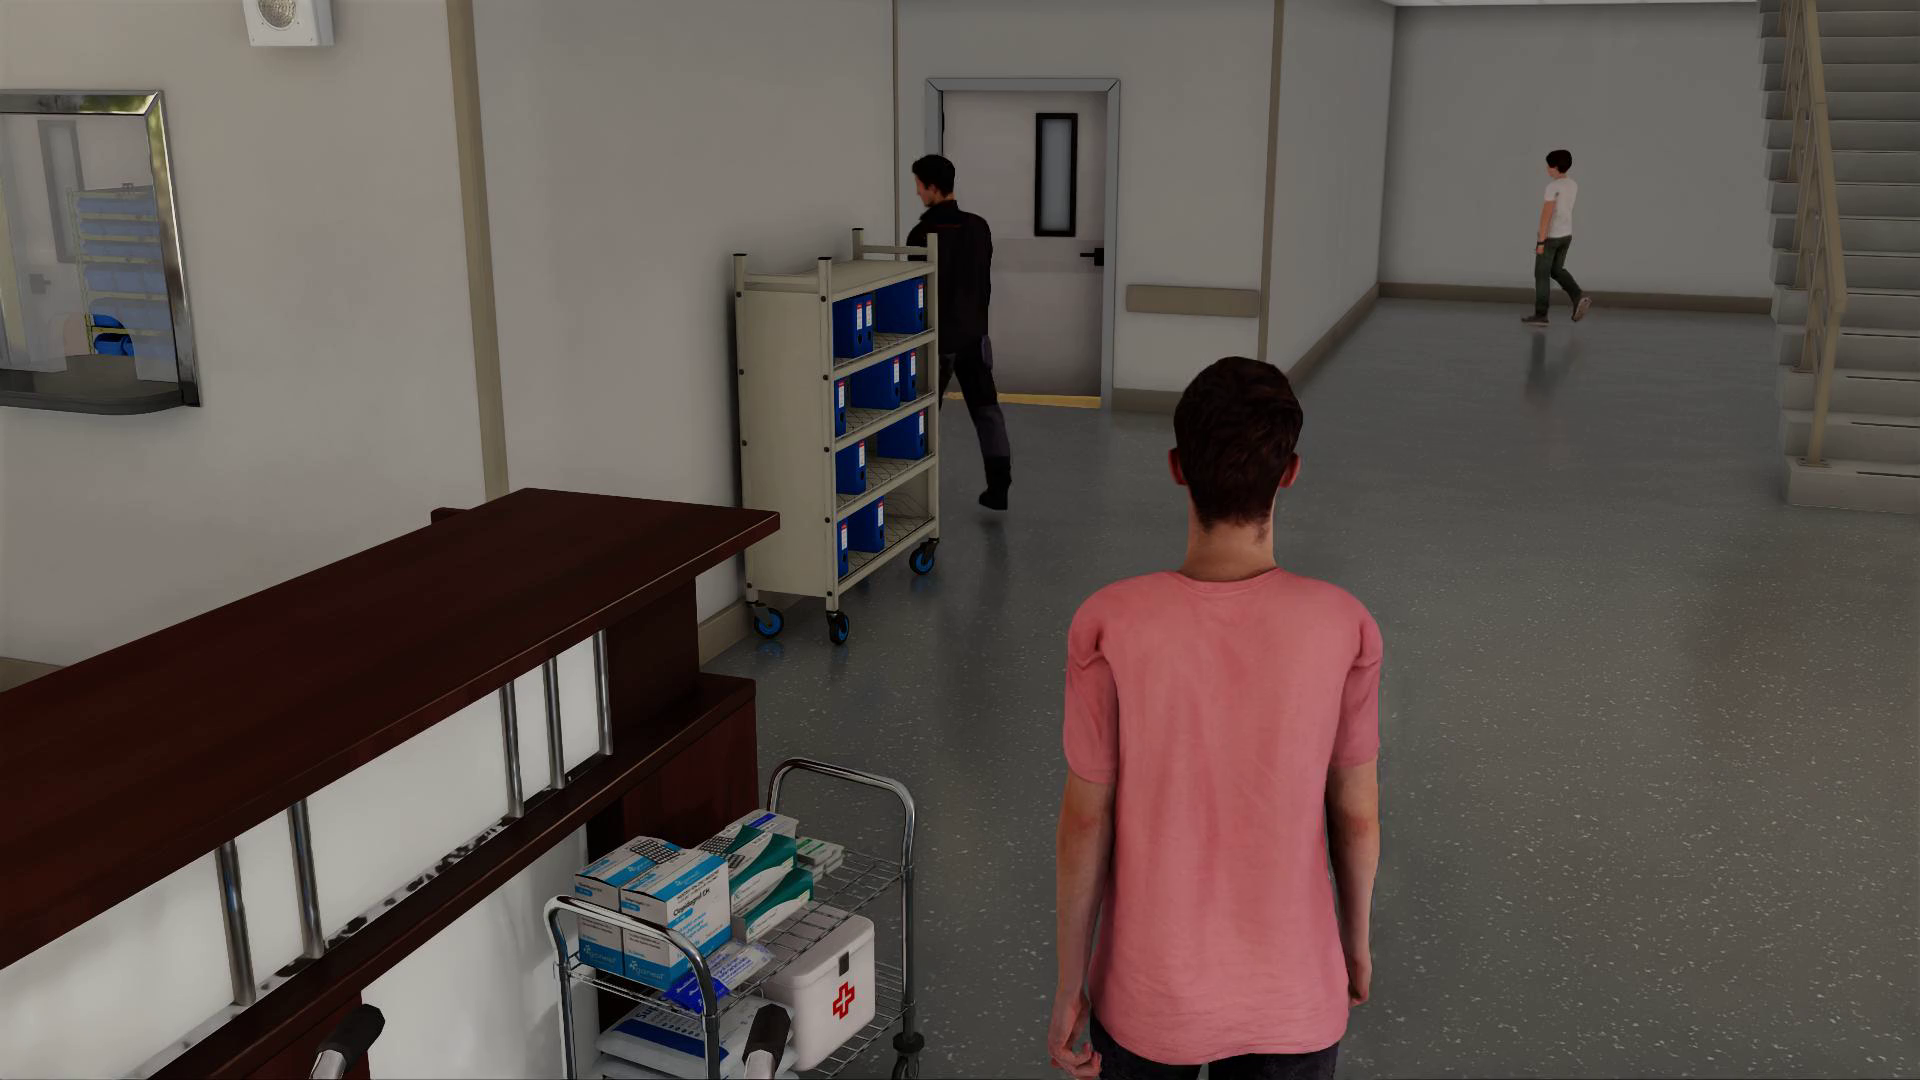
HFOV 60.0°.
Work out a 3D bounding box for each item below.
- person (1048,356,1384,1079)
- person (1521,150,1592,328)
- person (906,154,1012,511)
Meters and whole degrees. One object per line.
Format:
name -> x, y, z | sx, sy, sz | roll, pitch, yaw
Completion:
person -> 0.386, 0.747, 2.475 | 0.899, 1.903, 1.287 | 1, 16, 5
person -> 5.624, -2.801, 15.538 | 0.927, 1.645, 0.925 | -11, 19, -34
person -> 0.022, -1.053, 8.908 | 1.303, 1.878, 1.261 | -10, 19, -31
